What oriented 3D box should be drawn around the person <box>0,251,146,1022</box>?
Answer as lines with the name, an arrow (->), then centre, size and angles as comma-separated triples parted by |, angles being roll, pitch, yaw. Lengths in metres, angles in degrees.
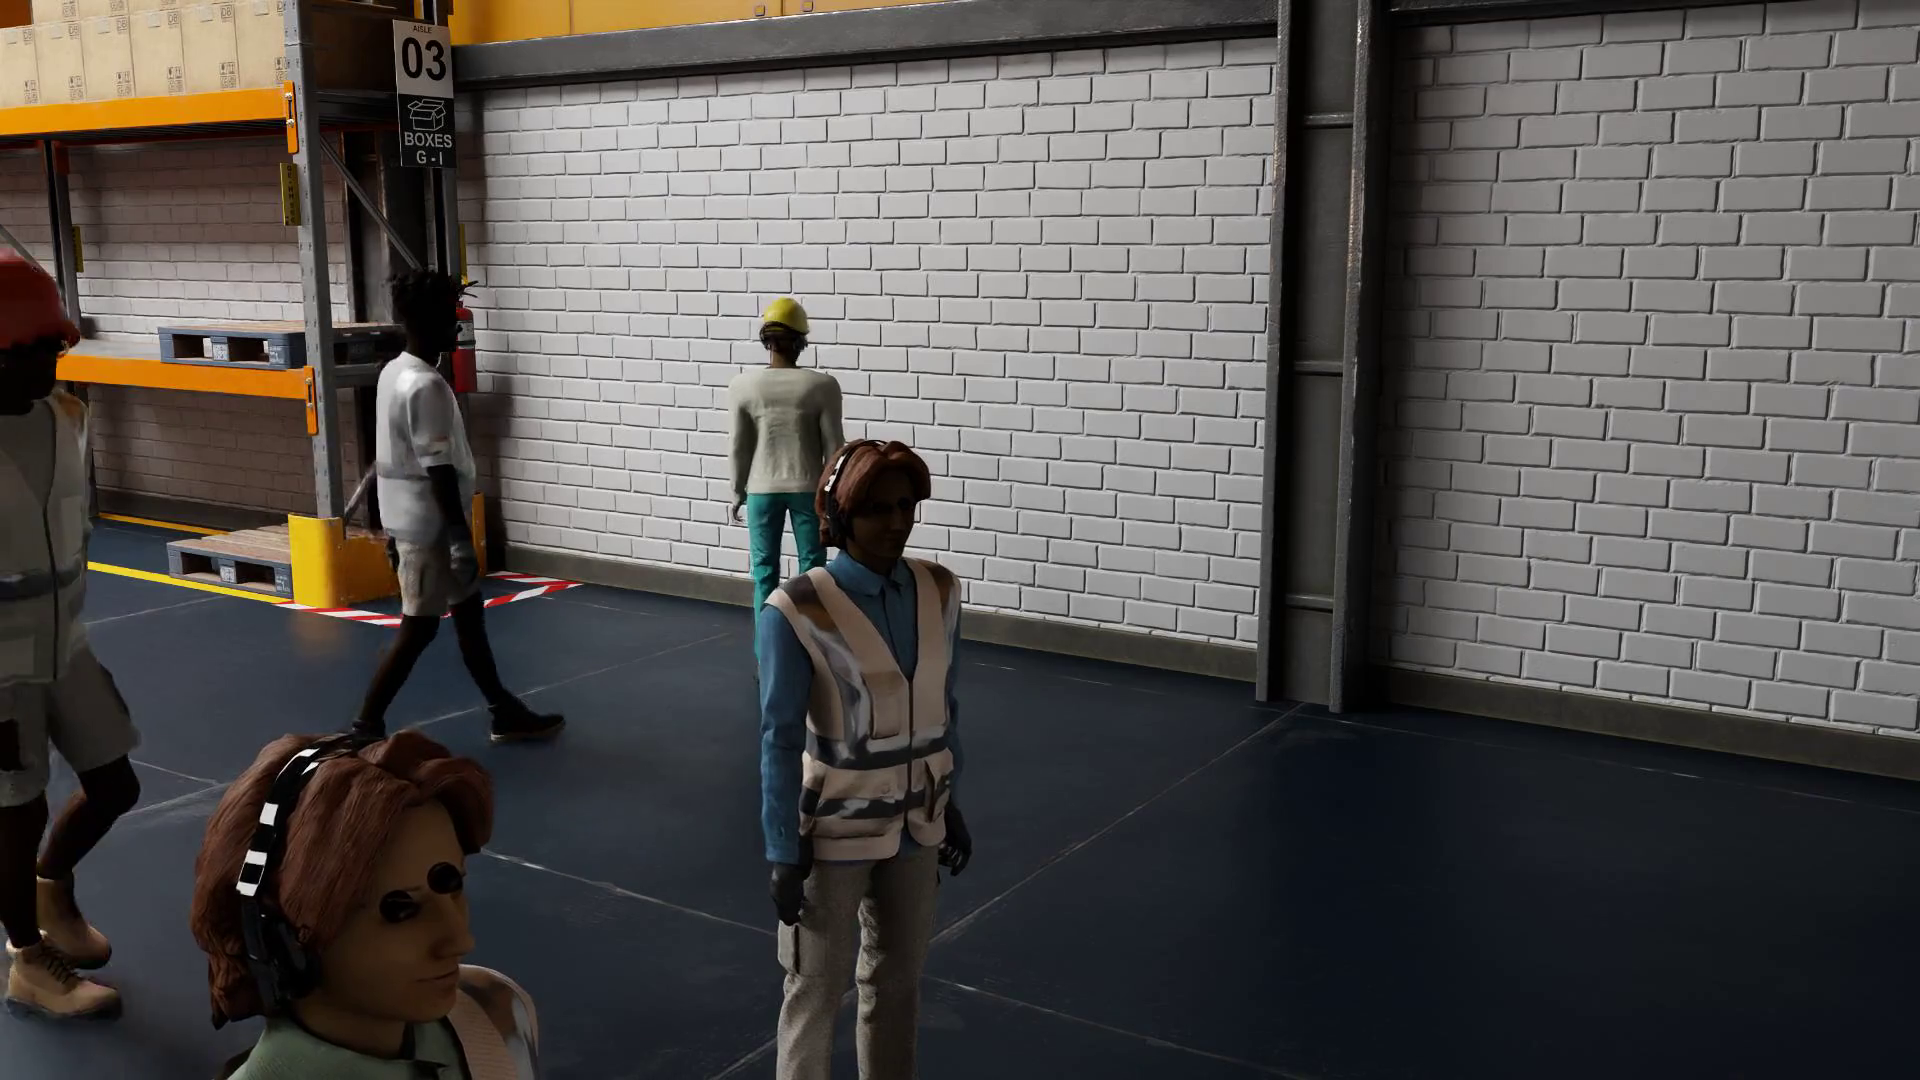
person -> -2.302, 0.300, 4.086 | 0.618, 1.990, 0.647 | 3, 11, 18

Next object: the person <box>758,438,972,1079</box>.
person -> -0.187, 0.607, 3.380 | 0.521, 1.639, 0.311 | -10, 14, -43

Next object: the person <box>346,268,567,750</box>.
person -> -2.021, -0.081, 6.423 | 0.914, 1.924, 0.628 | -5, 12, -27

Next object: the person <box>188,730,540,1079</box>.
person -> -0.492, 0.958, 1.435 | 0.307, 1.641, 0.514 | 2, 11, 13

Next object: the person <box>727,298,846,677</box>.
person -> -0.783, -0.199, 7.568 | 0.543, 1.772, 0.405 | 0, 10, 0
